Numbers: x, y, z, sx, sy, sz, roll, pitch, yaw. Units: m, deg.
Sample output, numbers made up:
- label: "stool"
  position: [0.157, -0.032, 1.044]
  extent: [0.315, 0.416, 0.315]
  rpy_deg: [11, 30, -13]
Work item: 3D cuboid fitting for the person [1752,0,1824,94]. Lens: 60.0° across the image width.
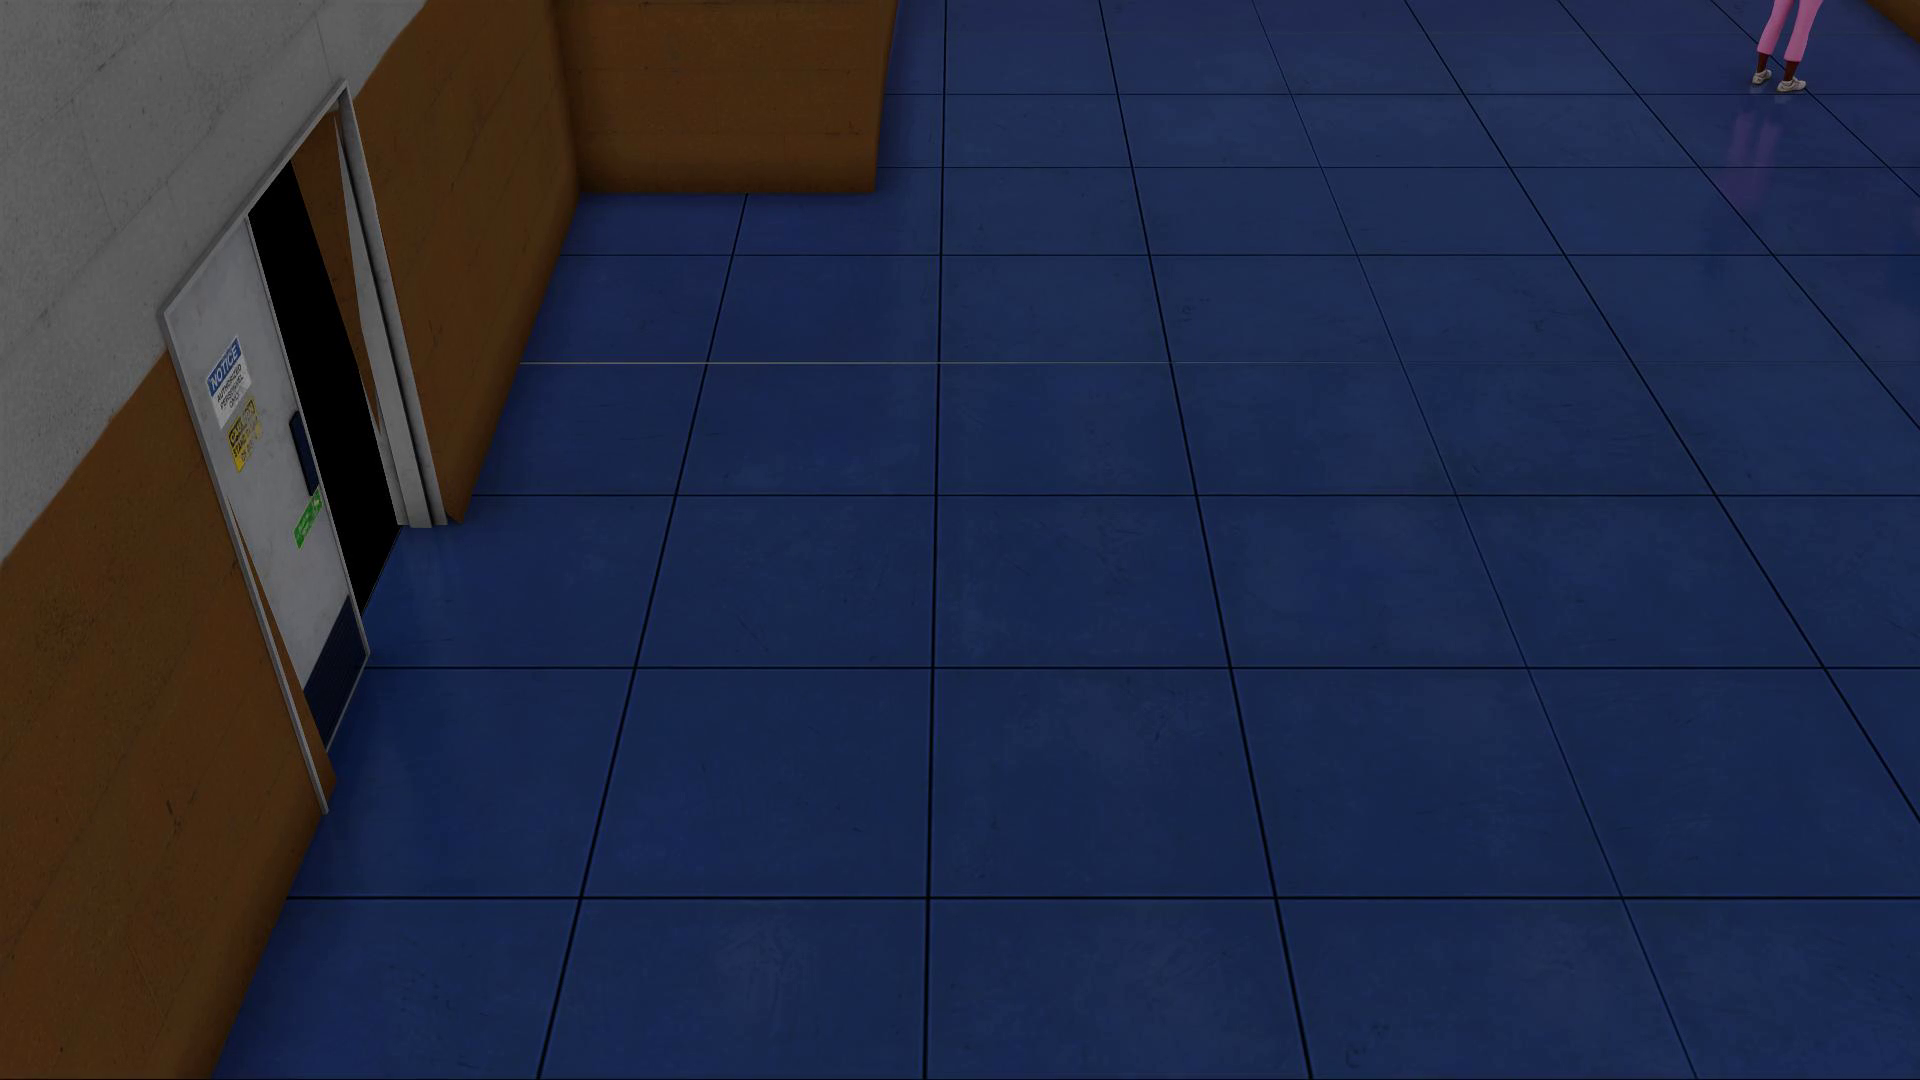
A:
- label: "person"
  position: [6.316, -4.241, 12.410]
  extent: [0.698, 1.741, 0.659]
  rpy_deg: [-26, 44, -30]
